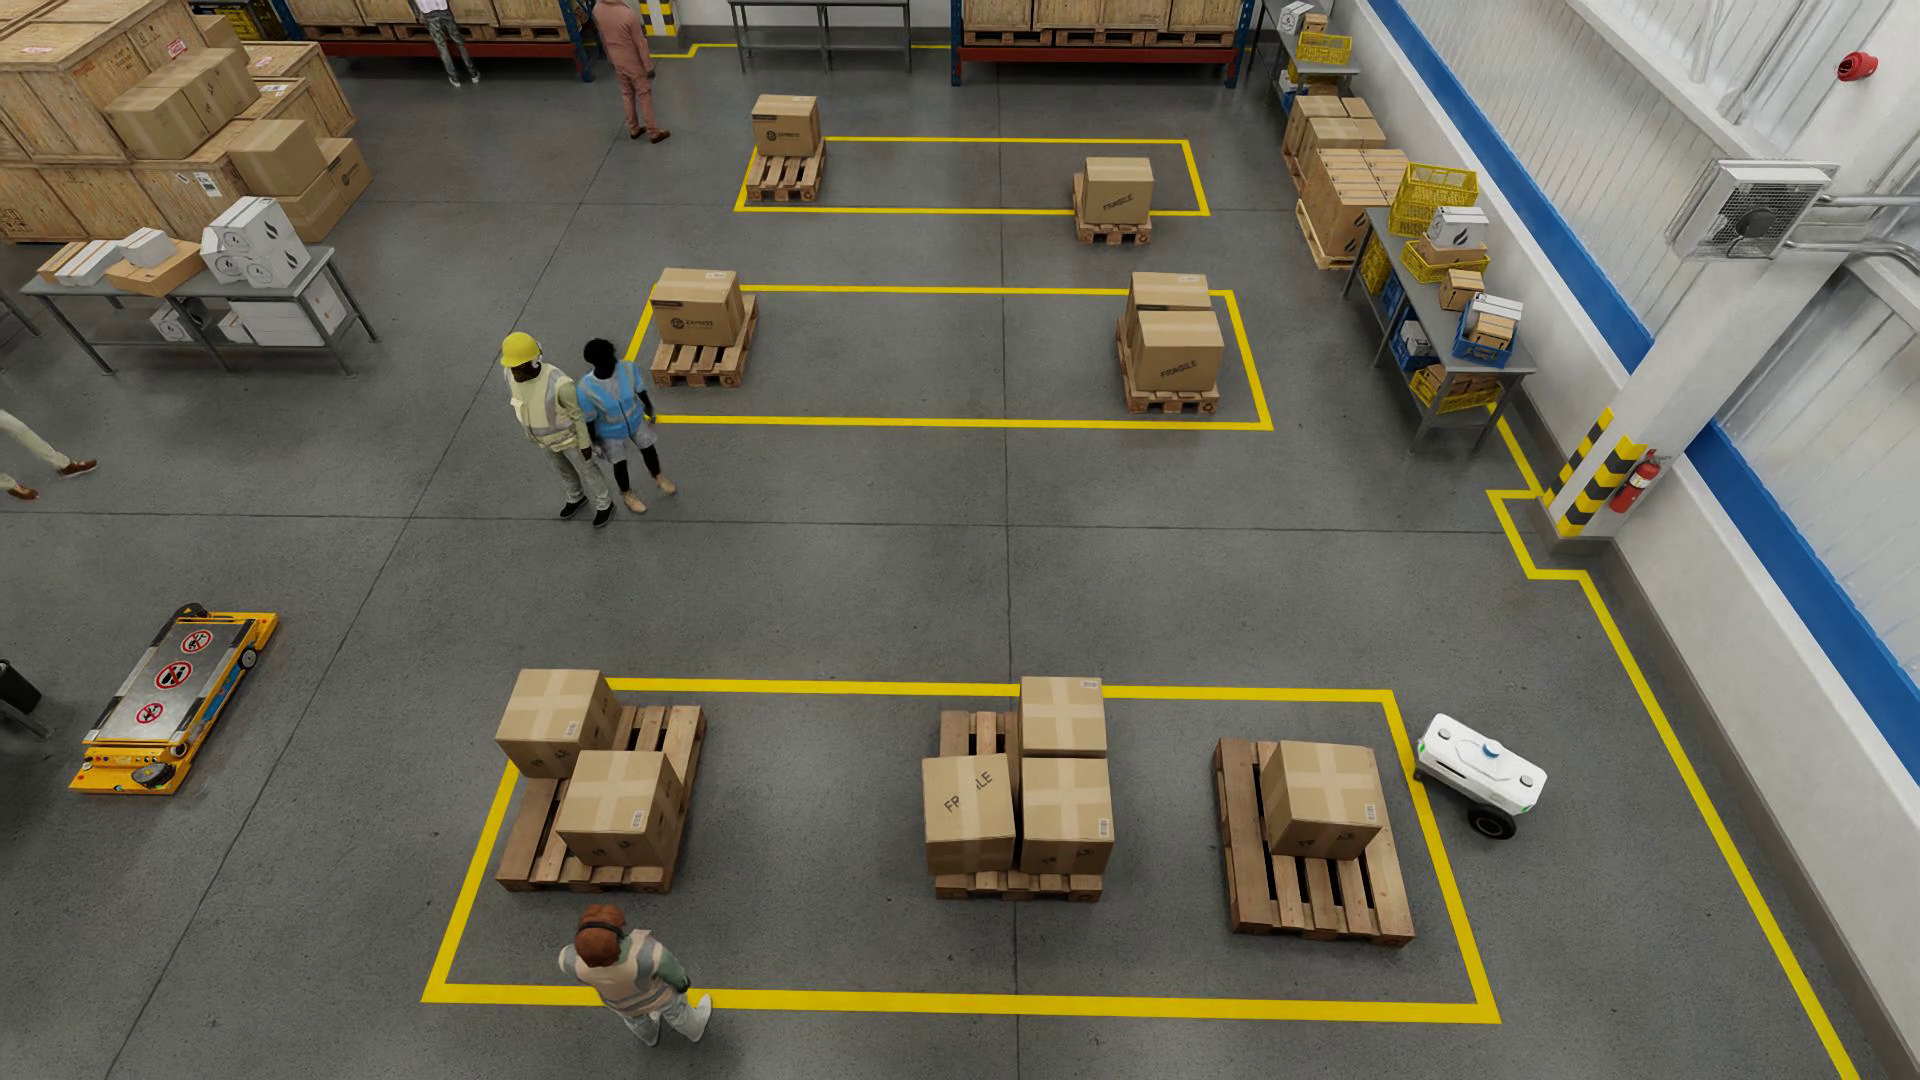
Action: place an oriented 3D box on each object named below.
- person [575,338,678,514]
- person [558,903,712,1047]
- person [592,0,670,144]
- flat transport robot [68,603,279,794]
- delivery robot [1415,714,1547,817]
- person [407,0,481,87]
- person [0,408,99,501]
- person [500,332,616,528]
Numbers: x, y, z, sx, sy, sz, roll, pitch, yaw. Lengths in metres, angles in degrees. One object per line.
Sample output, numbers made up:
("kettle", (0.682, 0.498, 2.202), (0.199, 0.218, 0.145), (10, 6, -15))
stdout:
("person", (-2.660, -0.889, 7.183), (0.336, 1.687, 0.583), (37, 59, 27))
("person", (-1.602, 2.222, 4.584), (0.507, 1.631, 0.312), (-1, 50, -1))
("person", (-4.056, -5.895, 11.283), (0.649, 1.899, 0.400), (20, 52, 16))
("flat transport robot", (-5.504, 1.072, 6.442), (0.652, 0.197, 1.431), (1, 50, 1))
("delivery robot", (3.323, 1.440, 5.886), (0.707, 0.478, 0.477), (32, 57, 24))
("person", (-7.047, -7.131, 12.312), (0.589, 1.919, 0.393), (-21, 53, -17))
("person", (-7.823, -1.071, 7.253), (0.745, 1.828, 0.566), (-9, 50, -7))
("person", (-3.097, -0.820, 7.025), (0.591, 1.837, 0.403), (15, 51, 12))
